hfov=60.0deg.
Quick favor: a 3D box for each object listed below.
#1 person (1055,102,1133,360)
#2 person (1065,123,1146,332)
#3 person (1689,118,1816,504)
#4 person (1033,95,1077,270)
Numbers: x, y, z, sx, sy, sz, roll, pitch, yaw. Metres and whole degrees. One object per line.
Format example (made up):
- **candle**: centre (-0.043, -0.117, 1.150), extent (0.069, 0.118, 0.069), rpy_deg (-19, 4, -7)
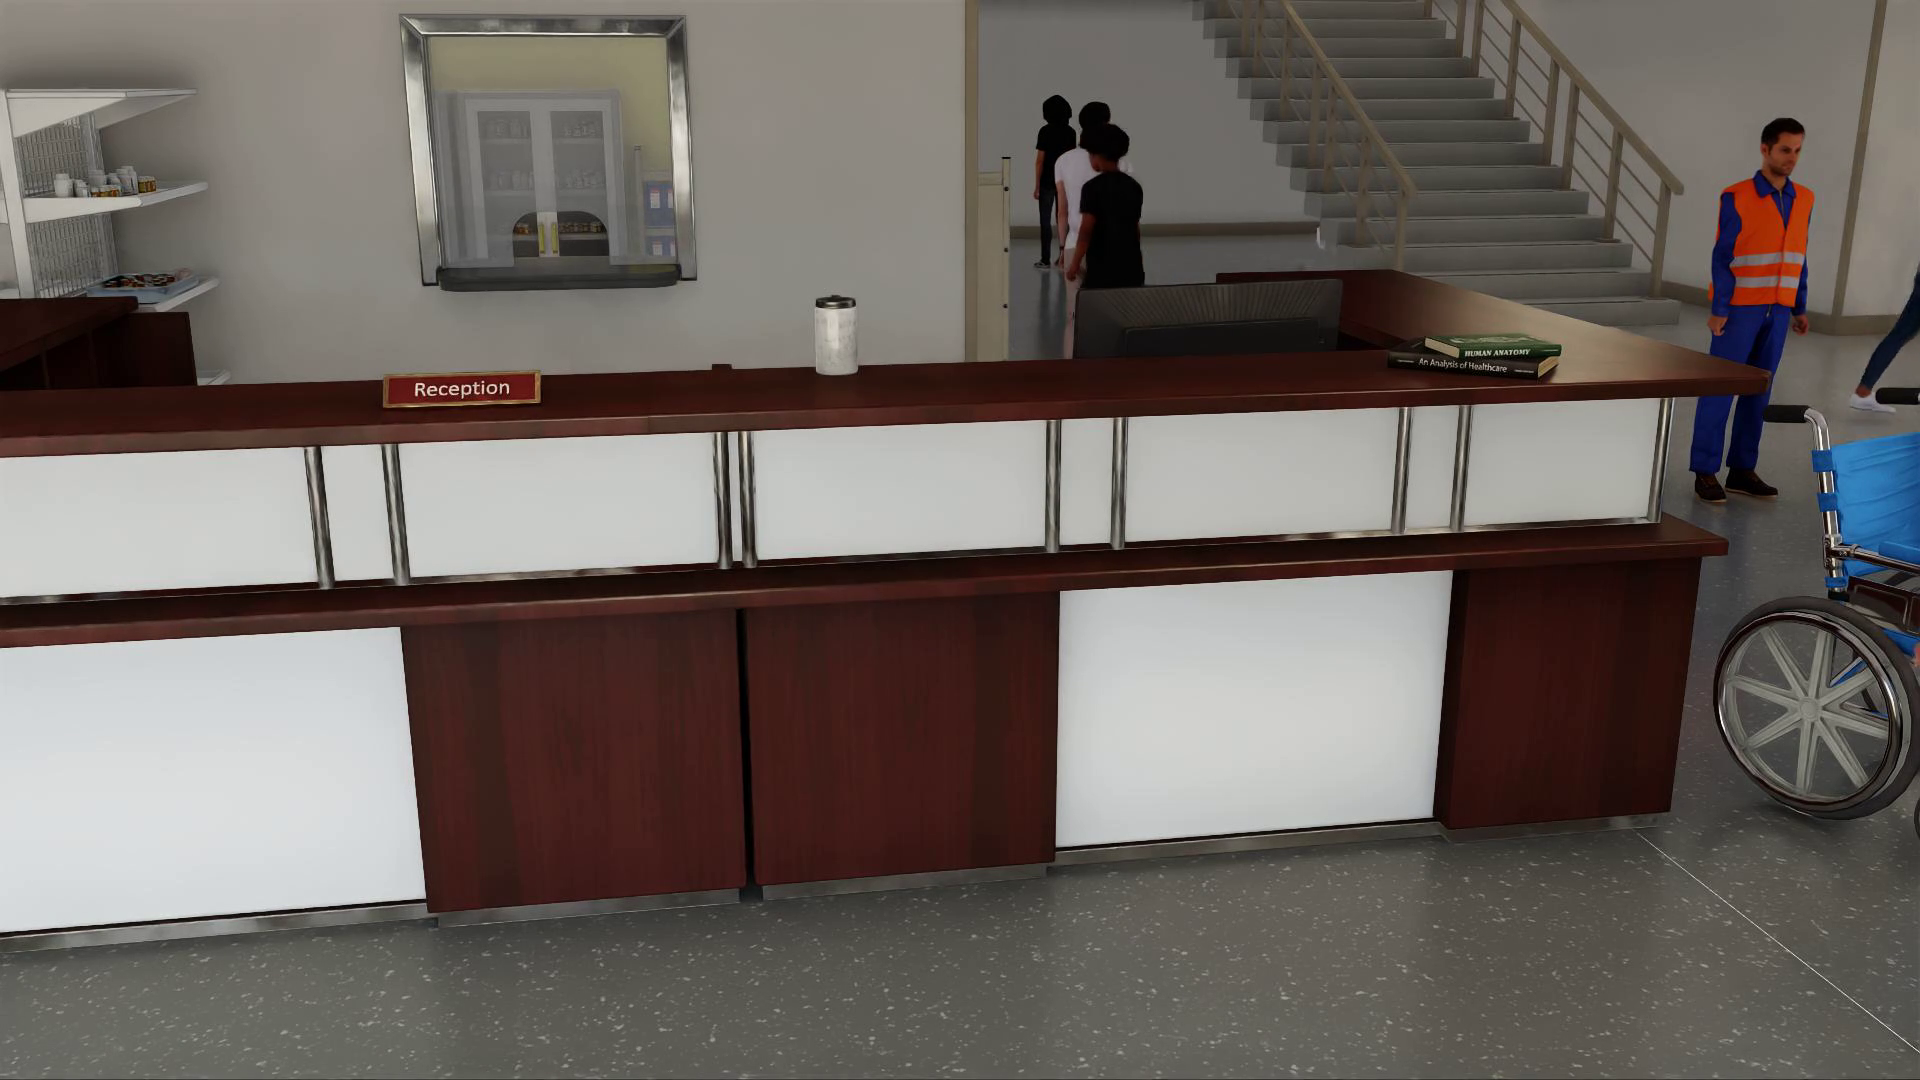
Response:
- **person**: centre (0.839, -1.824, 10.605), extent (0.761, 1.886, 0.808), rpy_deg (10, 18, 31)
- **person**: centre (0.961, -1.650, 10.250), extent (0.810, 1.744, 0.901), rpy_deg (-9, 18, -28)
- **person**: centre (3.888, -1.117, 8.150), extent (0.692, 1.859, 0.605), rpy_deg (-4, 16, -13)
- **person**: centre (1.027, -3.856, 17.904), extent (0.685, 1.824, 0.627), rpy_deg (-7, 17, -24)
